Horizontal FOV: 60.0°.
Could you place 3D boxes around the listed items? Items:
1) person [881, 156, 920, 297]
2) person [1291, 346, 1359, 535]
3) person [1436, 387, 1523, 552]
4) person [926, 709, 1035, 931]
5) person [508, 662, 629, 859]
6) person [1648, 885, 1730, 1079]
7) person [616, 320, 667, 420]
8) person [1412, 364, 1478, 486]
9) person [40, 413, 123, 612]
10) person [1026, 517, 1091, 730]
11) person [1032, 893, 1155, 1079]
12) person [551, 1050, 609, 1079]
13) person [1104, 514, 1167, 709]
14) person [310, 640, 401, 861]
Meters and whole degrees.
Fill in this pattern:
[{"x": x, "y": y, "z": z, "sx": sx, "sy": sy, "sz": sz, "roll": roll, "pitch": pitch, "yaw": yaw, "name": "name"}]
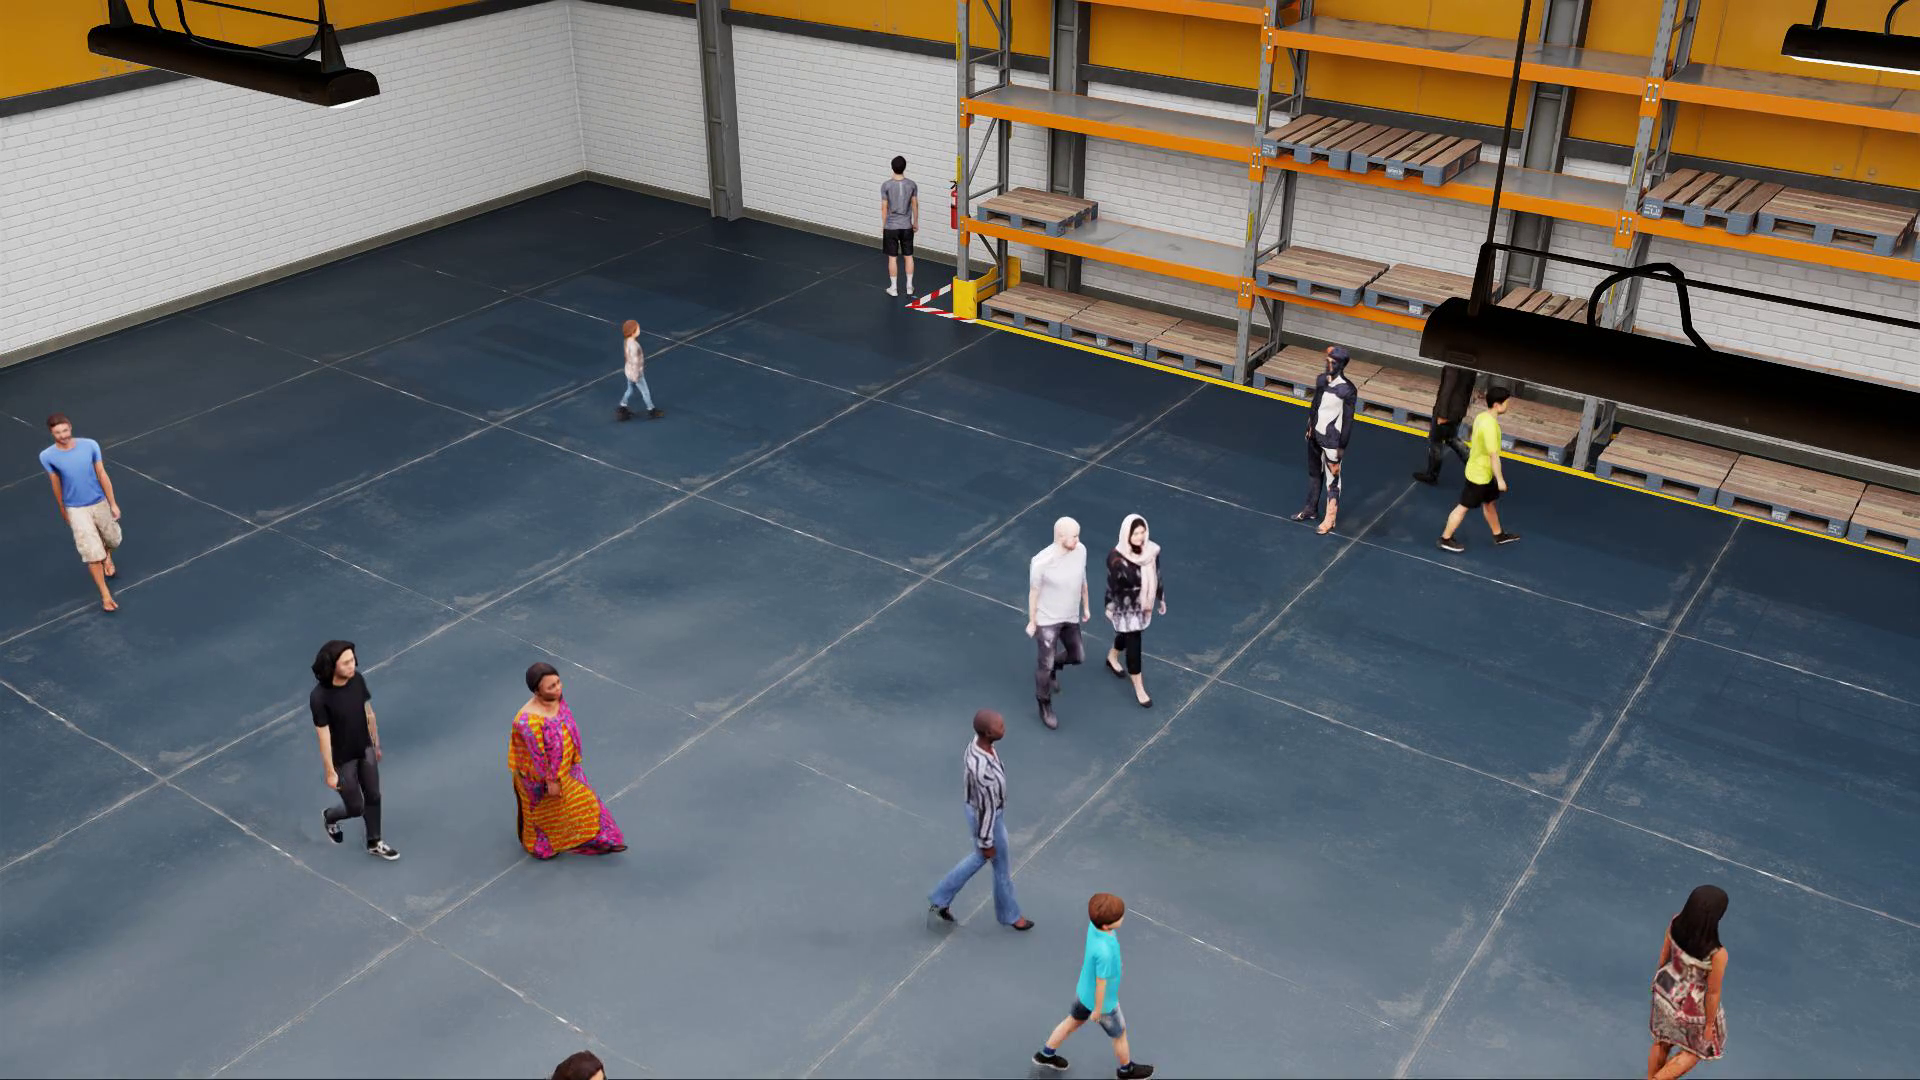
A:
[{"x": -0.799, "y": -4.142, "z": 21.932, "sx": 0.733, "sy": 1.871, "sz": 0.780, "roll": -6, "pitch": 29, "yaw": -11, "name": "person"}, {"x": 3.573, "y": -0.994, "z": 16.138, "sx": 0.826, "sy": 1.893, "sz": 0.677, "roll": -17, "pitch": 33, "yaw": -28, "name": "person"}, {"x": 4.834, "y": -0.641, "z": 15.726, "sx": 1.128, "sy": 1.667, "sz": 0.906, "roll": 6, "pitch": 29, "yaw": 11, "name": "person"}, {"x": 0.091, "y": 1.877, "z": 10.996, "sx": 1.080, "sy": 1.776, "sz": 0.995, "roll": -3, "pitch": 29, "yaw": -6, "name": "person"}, {"x": -2.944, "y": 1.564, "z": 11.704, "sx": 1.126, "sy": 1.650, "sz": 0.817, "roll": 11, "pitch": 30, "yaw": 19, "name": "person"}, {"x": 4.134, "y": 2.698, "z": 9.637, "sx": 0.883, "sy": 1.638, "sz": 0.828, "roll": -11, "pitch": 31, "yaw": -20, "name": "person"}, {"x": -3.667, "y": -1.875, "z": 18.500, "sx": 0.787, "sy": 1.178, "sz": 0.788, "roll": -11, "pitch": 31, "yaw": -20, "name": "person"}, {"x": 5.052, "y": -1.314, "z": 16.840, "sx": 1.024, "sy": 1.783, "sz": 0.773, "roll": 24, "pitch": 37, "yaw": 37, "name": "person"}, {"x": -7.892, "y": -0.341, "z": 15.002, "sx": 0.859, "sy": 1.835, "sz": 1.238, "roll": -22, "pitch": 35, "yaw": -34, "name": "person"}, {"x": 0.748, "y": 0.581, "z": 13.329, "sx": 0.905, "sy": 1.817, "sz": 0.990, "roll": -14, "pitch": 32, "yaw": -24, "name": "person"}, {"x": 0.751, "y": 2.673, "z": 9.911, "sx": 0.996, "sy": 1.419, "sz": 0.922, "roll": -4, "pitch": 29, "yaw": -7, "name": "person"}, {"x": -1.964, "y": 3.235, "z": 8.696, "sx": 0.645, "sy": 1.595, "sz": 0.618, "roll": 15, "pitch": 32, "yaw": 25, "name": "person"}, {"x": 1.391, "y": 0.496, "z": 13.710, "sx": 0.854, "sy": 1.603, "sz": 1.072, "roll": -17, "pitch": 33, "yaw": -28, "name": "person"}, {"x": -4.352, "y": 1.472, "z": 11.695, "sx": 0.837, "sy": 1.819, "sz": 0.701, "roll": 15, "pitch": 32, "yaw": 25, "name": "person"}]
